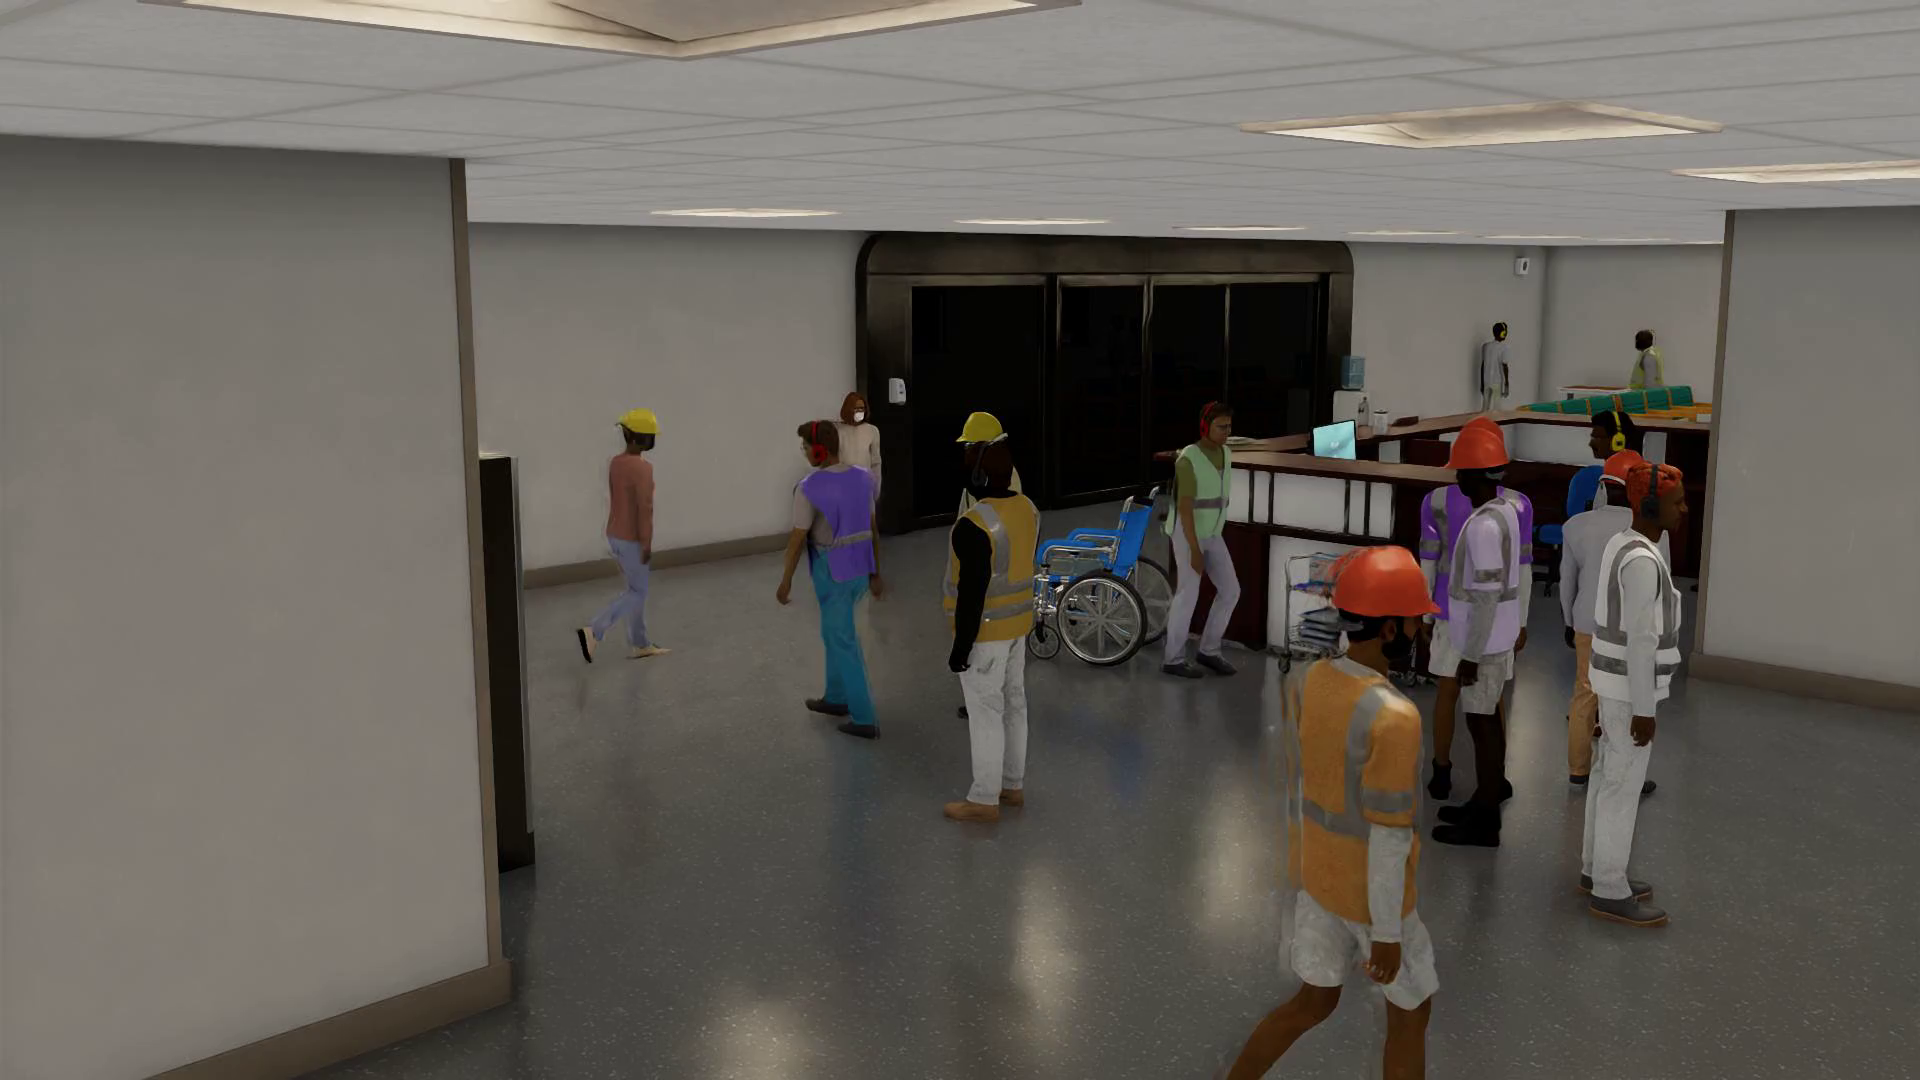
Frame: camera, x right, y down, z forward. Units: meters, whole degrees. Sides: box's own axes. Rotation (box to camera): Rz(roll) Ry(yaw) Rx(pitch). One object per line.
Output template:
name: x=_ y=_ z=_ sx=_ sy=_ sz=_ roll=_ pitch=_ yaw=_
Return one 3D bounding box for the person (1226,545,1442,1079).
person: x=1.064 y=0.955 z=4.676 sx=0.887 sy=1.912 sz=0.547 roll=-3 pitch=10 yaw=-18

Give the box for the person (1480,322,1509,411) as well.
person: x=8.044 y=-2.341 z=25.034 sx=0.330 sy=1.861 sz=0.521 roll=-6 pitch=11 yaw=-32

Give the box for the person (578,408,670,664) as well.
person: x=-2.273 y=-0.012 z=11.124 sx=0.671 sy=1.737 sz=0.556 roll=-7 pitch=12 yaw=-37

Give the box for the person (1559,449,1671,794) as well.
person: x=3.323 y=0.416 z=8.430 sx=0.561 sy=1.753 sz=0.327 roll=9 pitch=13 yaw=44

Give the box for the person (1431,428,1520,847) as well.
person: x=2.381 y=0.449 z=7.678 sx=0.376 sy=1.934 sz=0.547 roll=4 pitch=10 yaw=25

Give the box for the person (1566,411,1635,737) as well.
person: x=3.704 y=0.194 z=9.481 sx=0.324 sy=1.862 sz=0.512 roll=2 pitch=9 yaw=10

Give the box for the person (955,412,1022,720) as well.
person: x=0.162 y=0.155 z=9.834 sx=0.403 sy=1.824 sz=0.596 roll=4 pitch=10 yaw=21

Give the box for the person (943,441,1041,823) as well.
person: x=0.131 y=0.439 z=8.031 sx=0.429 sy=1.844 sz=0.622 roll=5 pitch=11 yaw=29

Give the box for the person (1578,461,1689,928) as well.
person: x=2.753 y=0.616 z=6.809 sx=0.337 sy=1.882 sz=0.584 roll=2 pitch=10 yaw=14

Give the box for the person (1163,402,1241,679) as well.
person: x=1.593 y=0.009 z=10.741 sx=0.596 sy=1.814 sz=0.652 roll=7 pitch=12 yaw=38

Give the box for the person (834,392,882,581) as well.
person: x=-0.899 y=-0.442 z=14.106 sx=0.504 sy=1.627 sz=0.285 roll=-4 pitch=10 yaw=-25

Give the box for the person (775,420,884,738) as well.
person: x=-0.780 y=0.216 z=9.491 sx=0.785 sy=1.807 sz=0.579 roll=7 pitch=11 yaw=35

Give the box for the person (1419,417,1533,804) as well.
person: x=2.557 y=0.353 z=8.280 sx=0.542 sy=1.930 sz=0.366 roll=4 pitch=10 yaw=23
